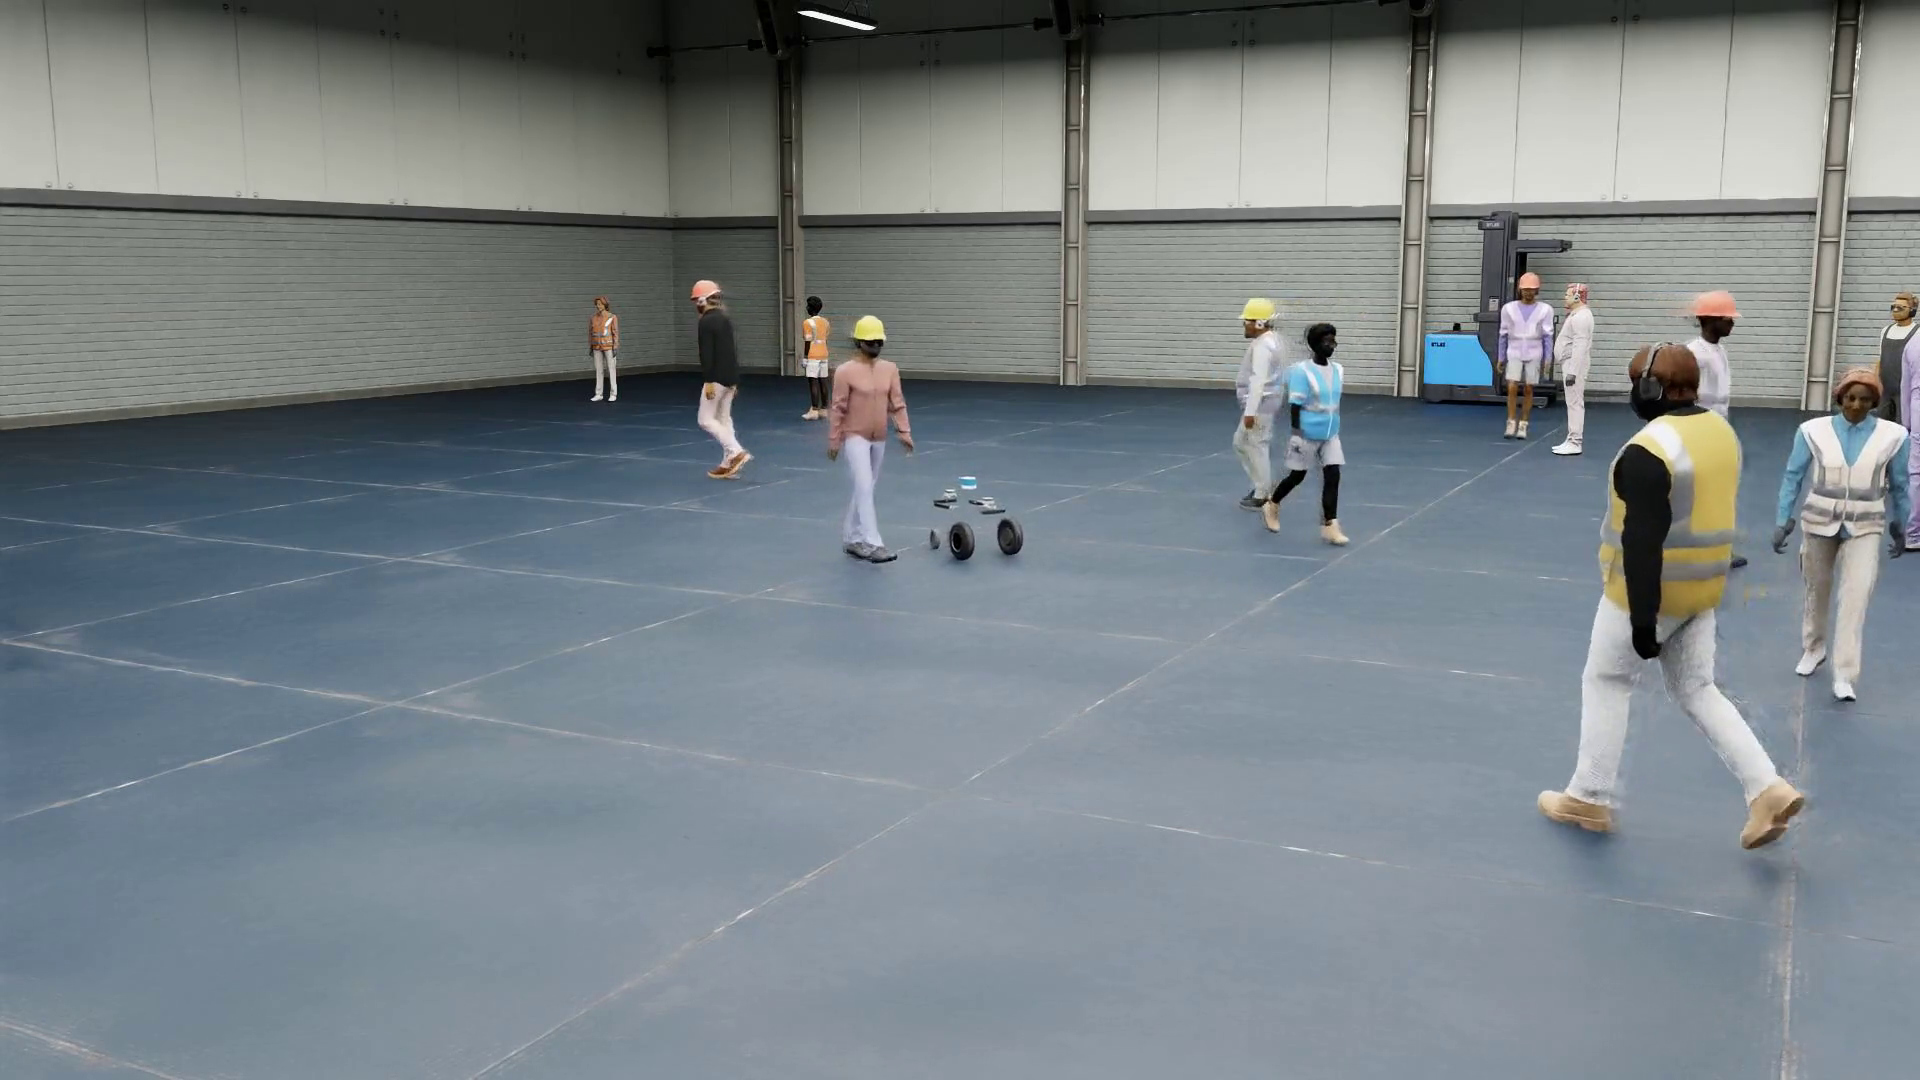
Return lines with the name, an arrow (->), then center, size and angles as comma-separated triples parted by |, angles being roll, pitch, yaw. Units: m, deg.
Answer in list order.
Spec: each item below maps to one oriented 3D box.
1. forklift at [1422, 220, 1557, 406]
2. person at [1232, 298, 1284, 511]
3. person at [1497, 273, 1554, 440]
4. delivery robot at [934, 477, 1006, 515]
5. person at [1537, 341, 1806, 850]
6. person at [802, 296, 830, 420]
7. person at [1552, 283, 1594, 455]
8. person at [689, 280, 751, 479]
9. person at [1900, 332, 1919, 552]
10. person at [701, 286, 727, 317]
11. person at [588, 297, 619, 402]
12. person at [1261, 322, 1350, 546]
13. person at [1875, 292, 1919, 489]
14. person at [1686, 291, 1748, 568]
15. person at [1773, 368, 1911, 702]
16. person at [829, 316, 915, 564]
forklift -> 8.245, -3.527, 25.720 | 1.873, 2.768, 1.129 | 5, 10, 27
person -> 2.538, -1.158, 14.249 | 0.447, 1.811, 0.617 | 2, 9, 13
person -> 6.802, -2.196, 20.039 | 0.644, 2.009, 0.908 | 3, 10, 20
delivery robot -> 0.067, -0.343, 12.148 | 0.335, 0.223, 0.698 | -6, 11, -31
person -> 2.559, 0.198, 5.917 | 0.609, 1.808, 0.846 | -6, 11, -33
person -> -2.004, -2.517, 23.000 | 0.318, 1.696, 0.537 | 5, 10, 28
person -> 6.858, -1.913, 18.628 | 0.409, 1.909, 0.641 | 3, 10, 20
person -> -2.381, -1.572, 16.370 | 0.621, 1.958, 0.640 | 3, 10, 16
person -> 7.112, -0.838, 12.013 | 0.400, 1.905, 0.643 | -3, 10, -16
person -> -4.588, -3.880, 31.194 | 0.533, 1.767, 0.326 | 2, 10, 15
person -> -5.598, -2.996, 26.128 | 0.521, 1.640, 0.307 | 3, 10, 18
person -> 2.650, -0.827, 12.665 | 0.541, 1.677, 0.769 | -5, 11, -30
person -> 8.796, -1.394, 15.619 | 0.346, 1.847, 0.507 | -4, 10, -22
person -> 5.151, -0.796, 11.725 | 0.817, 1.919, 0.543 | 8, 12, 40
person -> 4.302, -0.052, 8.125 | 0.566, 1.588, 0.895 | 5, 10, 28
person -> -0.597, -0.693, 11.657 | 0.536, 1.725, 0.856 | -8, 12, -41
